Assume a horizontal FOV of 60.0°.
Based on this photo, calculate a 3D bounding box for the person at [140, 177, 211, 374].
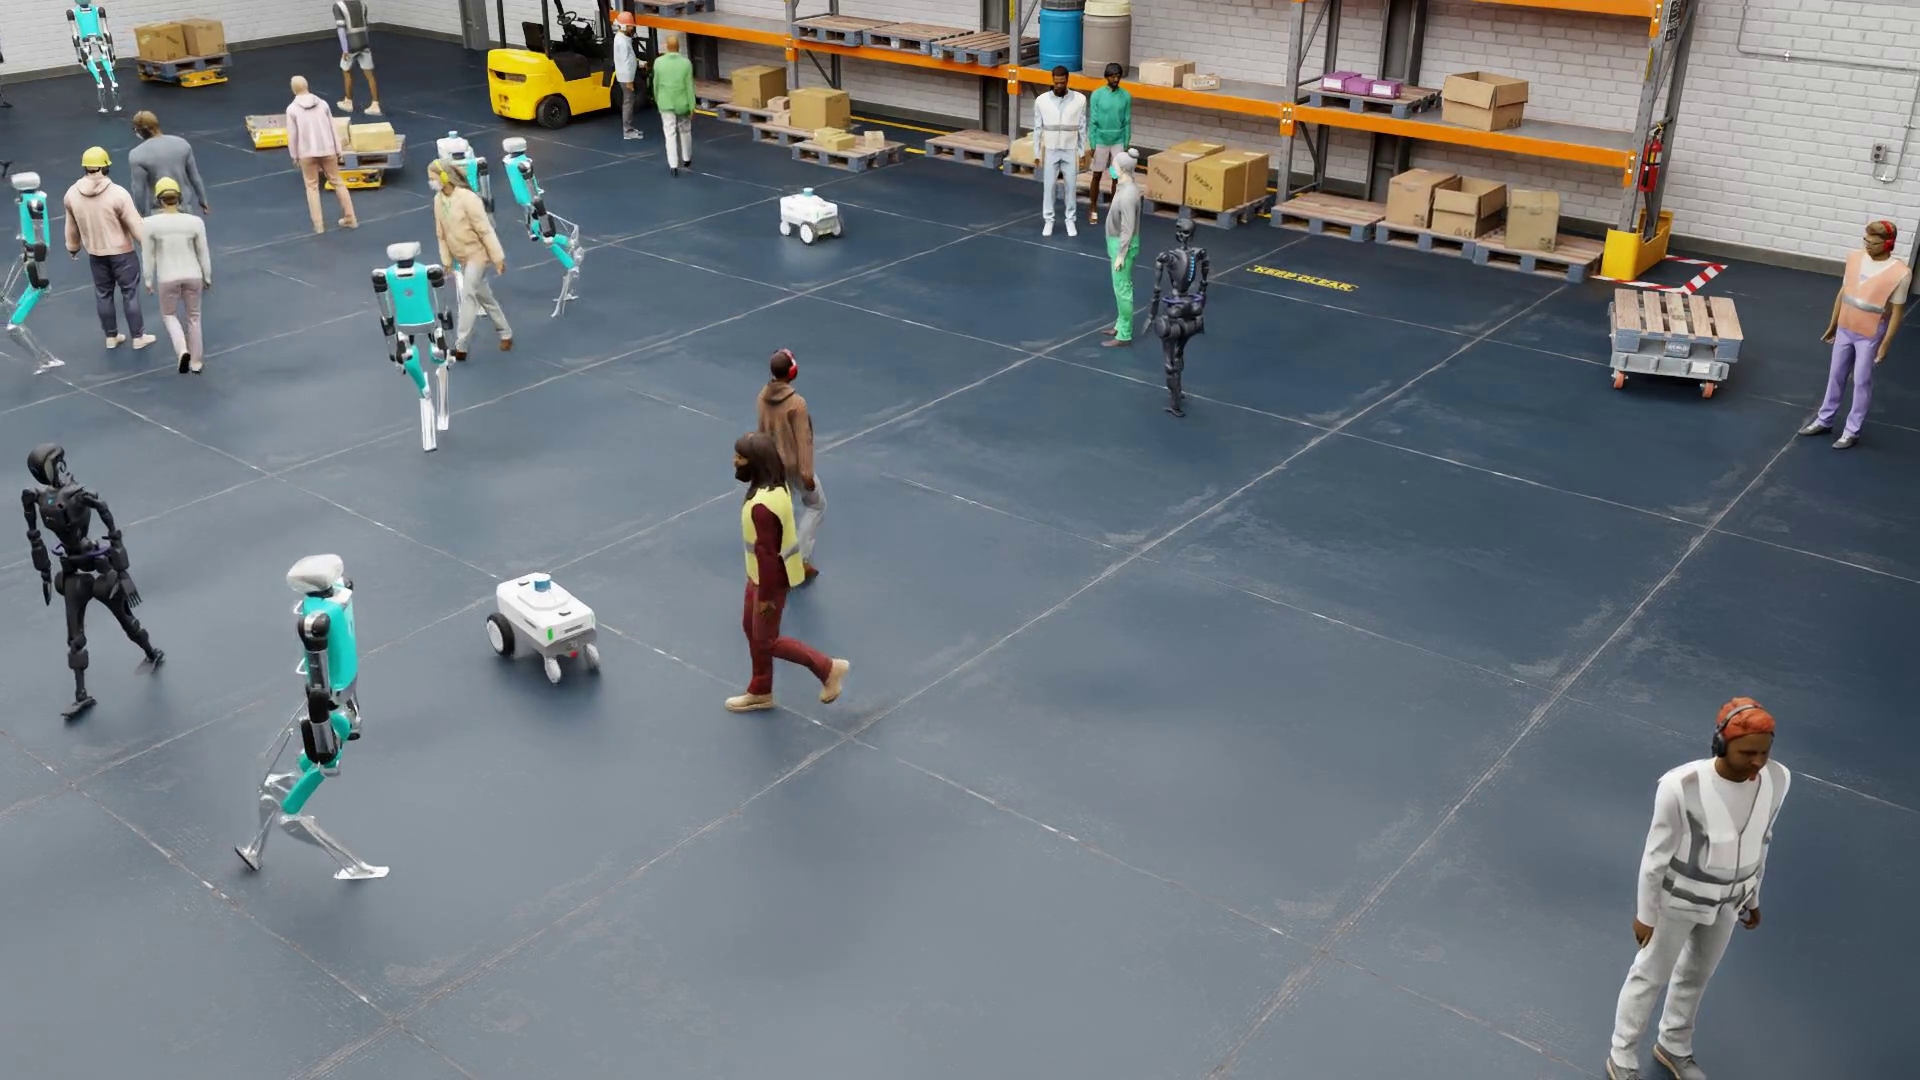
[{"bbox_3d":[-6.849,-2.290,14.617,0.564,1.730,0.543,-14,29,-27],"label":"person"}]

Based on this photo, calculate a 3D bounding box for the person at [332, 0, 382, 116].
[{"bbox_3d":[-9.128,-7.399,24.897,0.923,2.002,0.633,16,30,29],"label":"person"}]

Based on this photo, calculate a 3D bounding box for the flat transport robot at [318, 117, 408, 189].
[{"bbox_3d":[-7.777,-4.784,21.479,0.659,0.231,1.431,-5,26,-11],"label":"flat transport robot"}]

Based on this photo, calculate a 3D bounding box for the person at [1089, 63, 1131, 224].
[{"bbox_3d":[1.731,-4.603,19.300,0.500,1.843,0.395,-3,26,-6],"label":"person"}]

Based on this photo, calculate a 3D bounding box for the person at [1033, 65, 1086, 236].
[{"bbox_3d":[1.126,-4.402,18.809,0.597,1.909,0.399,-1,26,-1],"label":"person"}]

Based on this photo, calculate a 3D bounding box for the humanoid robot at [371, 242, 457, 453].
[{"bbox_3d":[-4.224,-1.545,13.093,0.549,1.739,1.031,-5,26,-10],"label":"humanoid robot"}]

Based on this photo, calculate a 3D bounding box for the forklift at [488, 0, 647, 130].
[{"bbox_3d":[-5.874,-7.334,24.552,1.214,2.155,2.313,19,32,34],"label":"forklift"}]

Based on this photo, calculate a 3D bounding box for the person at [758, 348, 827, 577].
[{"bbox_3d":[-1.121,-0.482,10.981,0.506,1.632,0.405,19,32,34],"label":"person"}]

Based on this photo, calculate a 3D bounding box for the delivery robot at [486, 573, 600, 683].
[{"bbox_3d":[-2.553,0.496,10.236,0.499,0.614,0.818,-21,33,-36],"label":"delivery robot"}]

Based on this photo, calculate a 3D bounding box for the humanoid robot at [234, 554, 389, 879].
[{"bbox_3d":[-3.284,0.929,8.024,0.884,1.815,0.558,-2,26,-4],"label":"humanoid robot"}]

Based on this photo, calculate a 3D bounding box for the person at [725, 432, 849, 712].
[{"bbox_3d":[-1.027,0.209,9.433,0.640,1.747,0.474,-5,26,-10],"label":"person"}]

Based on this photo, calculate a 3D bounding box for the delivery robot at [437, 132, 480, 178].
[{"bbox_3d":[-6.528,-4.974,21.559,0.499,0.608,0.806,-12,28,-24],"label":"delivery robot"}]

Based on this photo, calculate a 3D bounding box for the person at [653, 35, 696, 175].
[{"bbox_3d":[-3.694,-5.655,21.599,0.537,1.738,0.927,-4,26,-7],"label":"person"}]

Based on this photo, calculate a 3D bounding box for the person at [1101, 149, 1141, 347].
[{"bbox_3d":[1.494,-2.704,15.365,0.329,1.837,0.524,3,26,5],"label":"person"}]

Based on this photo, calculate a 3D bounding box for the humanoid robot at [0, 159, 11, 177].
[{"bbox_3d":[-12.486,-5.325,20.996,0.562,1.644,0.584,-13,29,-25],"label":"humanoid robot"}]

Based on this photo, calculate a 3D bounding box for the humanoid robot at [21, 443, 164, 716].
[{"bbox_3d":[-5.057,0.175,9.652,0.611,1.621,0.783,3,26,6],"label":"humanoid robot"}]

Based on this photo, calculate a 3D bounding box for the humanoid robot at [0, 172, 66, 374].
[{"bbox_3d":[-8.291,-2.310,14.696,0.674,1.812,0.535,-16,30,-30],"label":"humanoid robot"}]

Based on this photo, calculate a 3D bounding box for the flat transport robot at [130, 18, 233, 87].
[{"bbox_3d":[-12.828,-7.684,27.484,1.431,0.231,0.659,16,30,30],"label":"flat transport robot"}]

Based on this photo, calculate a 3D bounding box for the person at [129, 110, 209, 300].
[{"bbox_3d":[-7.946,-3.347,16.640,0.736,1.892,0.671,17,31,32],"label":"person"}]

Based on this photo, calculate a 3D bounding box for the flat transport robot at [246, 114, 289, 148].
[{"bbox_3d":[-9.737,-5.825,23.633,0.659,0.231,1.431,-12,28,-23],"label":"flat transport robot"}]

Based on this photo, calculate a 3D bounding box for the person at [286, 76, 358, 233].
[{"bbox_3d":[-7.306,-4.373,18.911,0.568,1.769,0.414,-17,30,-31],"label":"person"}]

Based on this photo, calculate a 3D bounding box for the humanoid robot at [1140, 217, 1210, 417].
[{"bbox_3d":[1.782,-1.875,13.838,0.590,1.650,0.515,-13,29,-25],"label":"humanoid robot"}]

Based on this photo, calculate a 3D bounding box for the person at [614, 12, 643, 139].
[{"bbox_3d":[-4.670,-6.544,23.428,0.351,1.738,0.575,-5,26,-11],"label":"person"}]

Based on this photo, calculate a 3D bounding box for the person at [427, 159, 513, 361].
[{"bbox_3d":[-4.457,-2.536,15.050,0.589,1.821,0.825,22,33,38],"label":"person"}]

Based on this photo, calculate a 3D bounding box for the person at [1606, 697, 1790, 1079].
[{"bbox_3d":[2.977,1.459,6.695,0.574,1.881,0.353,-6,26,-12],"label":"person"}]

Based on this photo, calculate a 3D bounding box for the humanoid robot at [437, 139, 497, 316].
[{"bbox_3d":[-4.789,-3.026,16.133,0.538,1.791,0.688,-10,28,-21],"label":"humanoid robot"}]

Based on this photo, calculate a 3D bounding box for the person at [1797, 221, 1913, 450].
[{"bbox_3d":[7.121,-1.624,13.130,0.392,1.837,0.563,-10,28,-20],"label":"person"}]

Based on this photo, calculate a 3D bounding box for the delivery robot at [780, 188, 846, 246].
[{"bbox_3d":[-1.703,-3.680,18.861,0.499,0.593,0.797,-23,34,-39],"label":"delivery robot"}]

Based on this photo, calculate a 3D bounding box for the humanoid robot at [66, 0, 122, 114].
[{"bbox_3d":[-12.709,-7.136,24.507,0.533,1.677,0.735,-16,30,-30],"label":"humanoid robot"}]

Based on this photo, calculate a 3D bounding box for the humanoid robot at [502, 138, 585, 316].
[{"bbox_3d":[-3.966,-3.065,16.258,0.837,1.778,0.552,-17,30,-31],"label":"humanoid robot"}]

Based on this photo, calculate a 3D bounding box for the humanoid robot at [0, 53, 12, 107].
[{"bbox_3d":[-14.989,-7.488,25.513,0.778,1.622,0.589,10,28,20],"label":"humanoid robot"}]

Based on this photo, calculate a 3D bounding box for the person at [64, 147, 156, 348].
[{"bbox_3d":[-7.793,-2.656,15.251,0.819,1.854,0.434,0,26,0],"label":"person"}]
